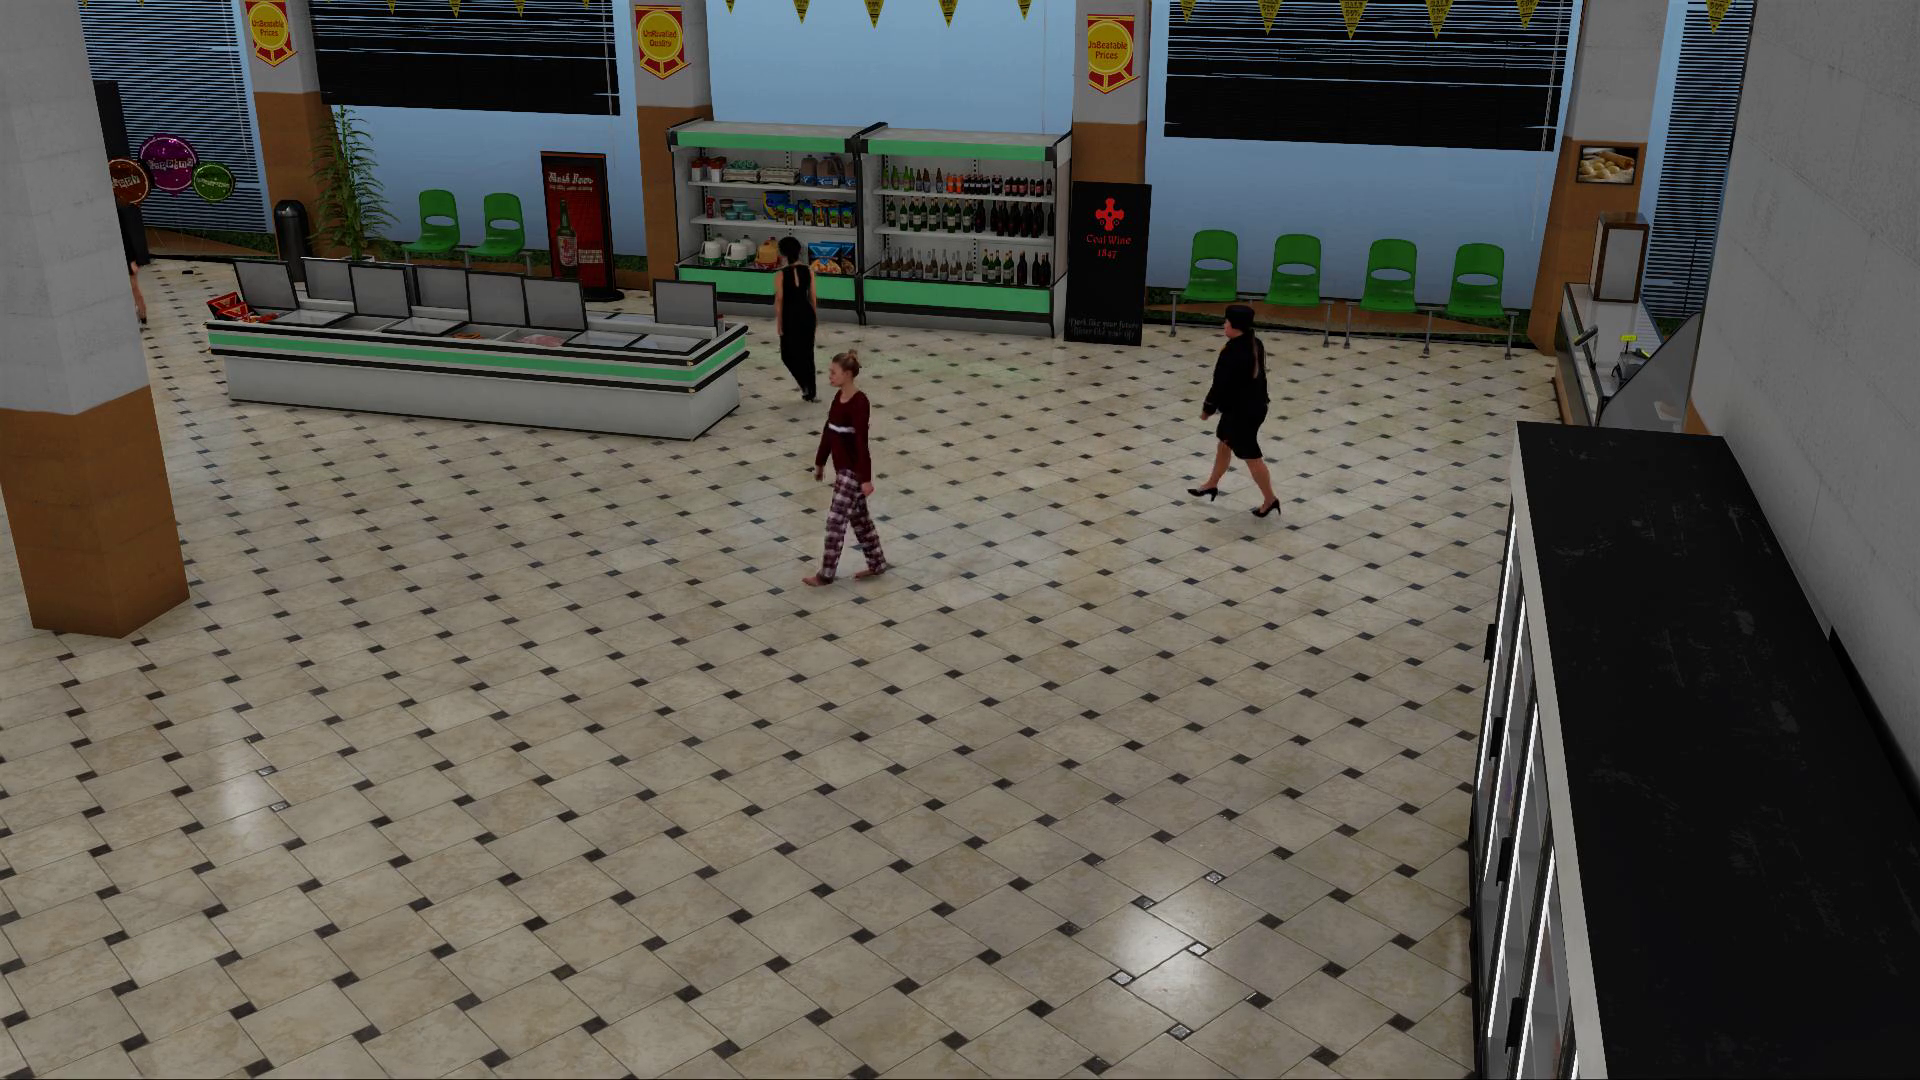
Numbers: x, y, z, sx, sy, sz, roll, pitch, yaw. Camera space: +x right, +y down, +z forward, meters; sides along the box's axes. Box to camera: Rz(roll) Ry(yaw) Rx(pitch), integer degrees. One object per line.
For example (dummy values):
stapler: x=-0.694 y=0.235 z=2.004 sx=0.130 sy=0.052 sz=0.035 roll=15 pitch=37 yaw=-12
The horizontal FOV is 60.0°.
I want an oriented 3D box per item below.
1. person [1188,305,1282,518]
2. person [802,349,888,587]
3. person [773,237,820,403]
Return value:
person: x=2.243 y=-0.948 z=12.832 sx=1.166 sy=1.630 sz=0.931 roll=14 pitch=26 yaw=31
person: x=-0.692 y=-0.502 z=11.653 sx=1.039 sy=1.682 sz=0.954 roll=-9 pitch=24 yaw=-22
person: x=-1.499 y=-2.004 z=15.526 sx=0.827 sy=1.583 sz=0.888 roll=-10 pitch=24 yaw=-24
